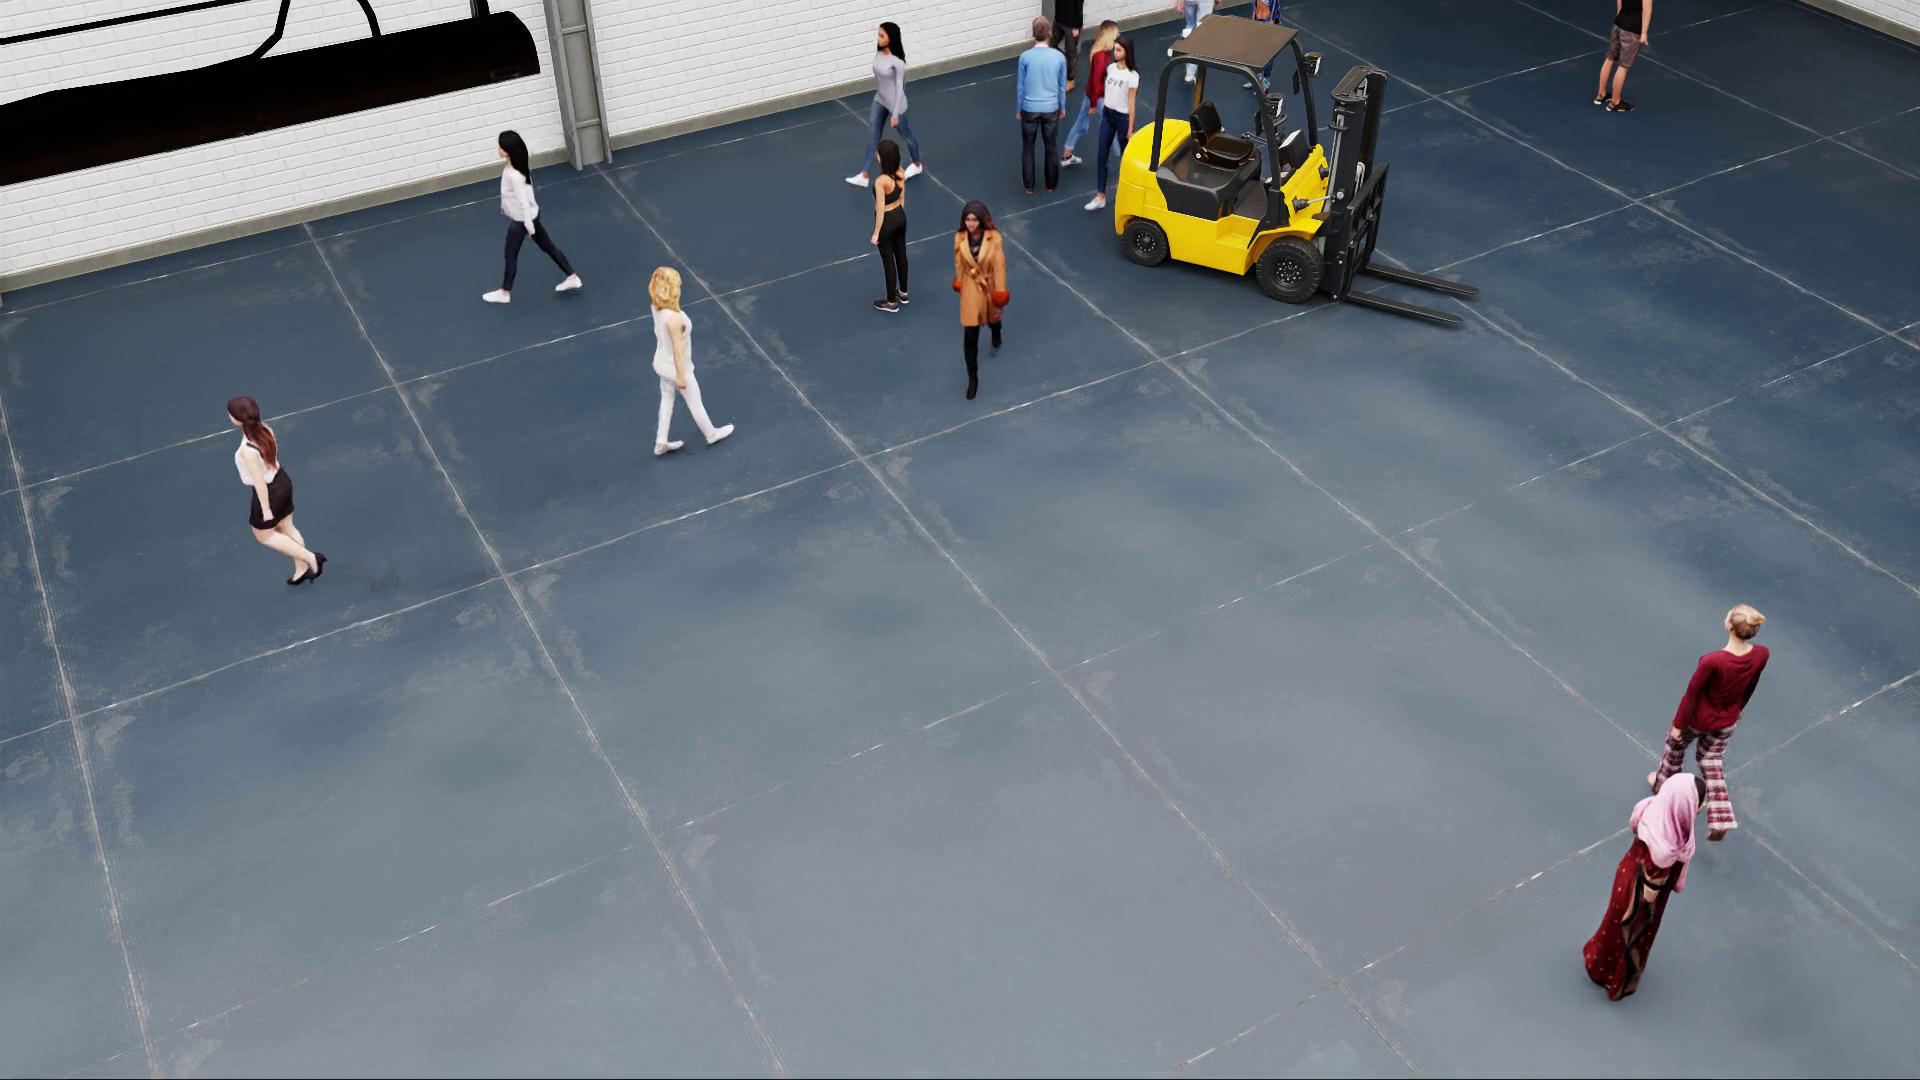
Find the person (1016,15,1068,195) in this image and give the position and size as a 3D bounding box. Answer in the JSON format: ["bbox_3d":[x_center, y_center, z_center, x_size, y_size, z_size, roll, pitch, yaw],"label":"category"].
[{"bbox_3d":[0.811,-4.387,16.807,0.665,1.813,0.802,-2,39,-2],"label":"person"}]

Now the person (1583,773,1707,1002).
[{"bbox_3d":[3.746,1.870,9.117,0.834,1.632,0.733,17,42,20],"label":"person"}]

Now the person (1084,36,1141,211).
[{"bbox_3d":[1.651,-4.155,16.571,1.148,1.745,0.742,-28,47,-31],"label":"person"}]

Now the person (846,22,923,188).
[{"bbox_3d":[-0.616,-4.428,16.961,1.162,1.684,0.725,-26,45,-29],"label":"person"}]

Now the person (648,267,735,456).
[{"bbox_3d":[-2.334,-1.383,13.177,0.924,1.649,0.664,-23,44,-26],"label":"person"}]

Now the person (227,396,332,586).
[{"bbox_3d":[-4.815,-0.310,11.842,0.781,1.638,0.711,-2,39,-3],"label":"person"}]

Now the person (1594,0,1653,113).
[{"bbox_3d":[7.396,-5.692,18.403,0.654,1.861,0.726,-11,40,-14],"label":"person"}]

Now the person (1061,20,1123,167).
[{"bbox_3d":[1.349,-4.552,17.204,1.189,1.575,0.927,-5,39,-6],"label":"person"}]

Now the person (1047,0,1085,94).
[{"bbox_3d":[1.269,-5.917,18.799,0.608,1.717,0.685,-24,44,-27],"label":"person"}]

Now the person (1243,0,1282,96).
[{"bbox_3d":[3.443,-5.836,18.778,0.593,1.619,0.647,-14,41,-17],"label":"person"}]

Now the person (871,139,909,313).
[{"bbox_3d":[-0.620,-2.842,15.009,0.690,1.643,0.554,25,45,28],"label":"person"}]

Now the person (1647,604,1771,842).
[{"bbox_3d":[4.565,1.117,10.023,1.000,1.680,0.909,-6,39,-7],"label":"person"}]

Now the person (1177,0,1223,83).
[{"bbox_3d":[2.715,-6.114,18.976,1.073,1.806,1.261,16,41,19],"label":"person"}]

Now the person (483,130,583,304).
[{"bbox_3d":[-3.863,-2.924,15.105,1.215,1.652,0.889,-7,39,-8],"label":"person"}]

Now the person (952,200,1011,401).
[{"bbox_3d":[0.186,-2.100,14.046,1.195,1.685,1.198,6,39,7],"label":"person"}]
